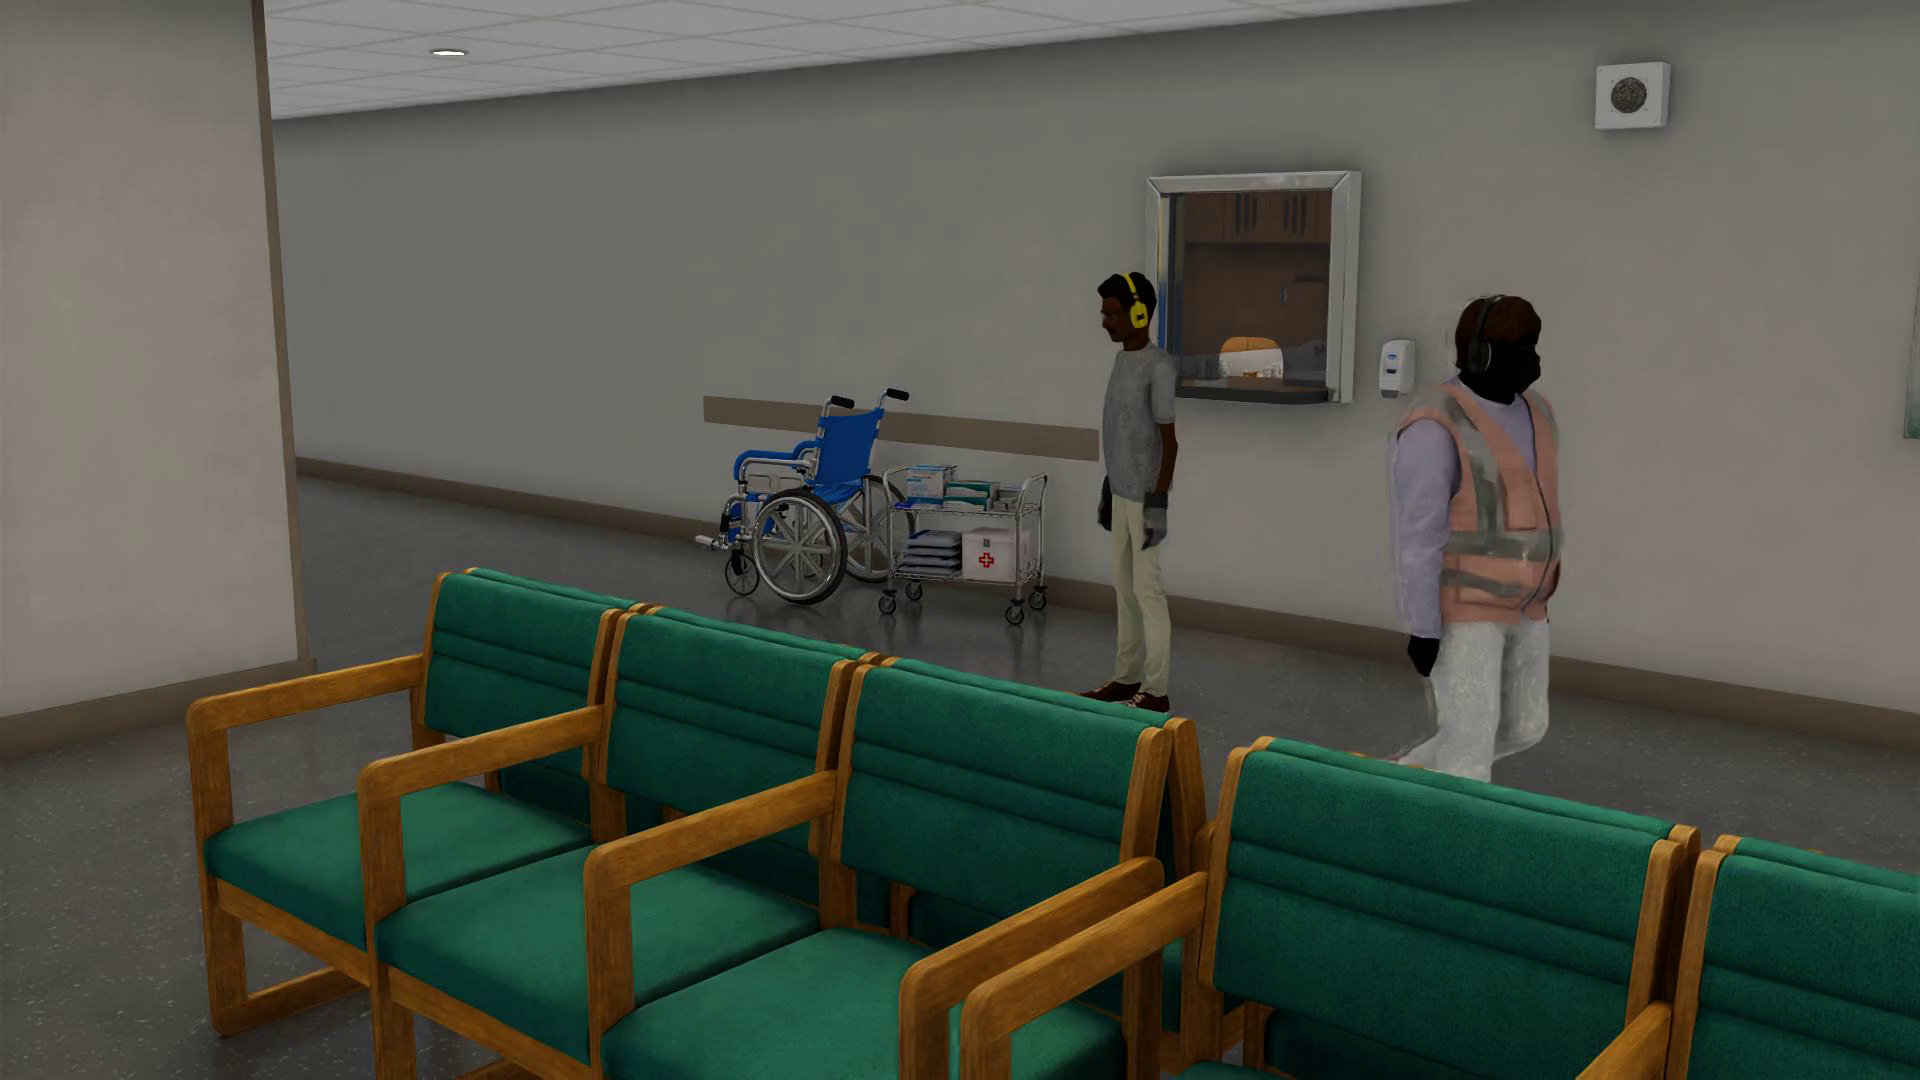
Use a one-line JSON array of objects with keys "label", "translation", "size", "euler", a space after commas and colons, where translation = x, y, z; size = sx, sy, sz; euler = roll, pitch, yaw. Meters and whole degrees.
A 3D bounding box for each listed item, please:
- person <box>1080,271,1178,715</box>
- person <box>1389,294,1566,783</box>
[{"label": "person", "translation": [0.715, -0.173, 6.907], "size": [0.332, 1.865, 0.520], "euler": [-3, 10, -18]}, {"label": "person", "translation": [1.510, 0.186, 4.960], "size": [0.642, 1.829, 0.580], "euler": [-8, 13, -39]}]
